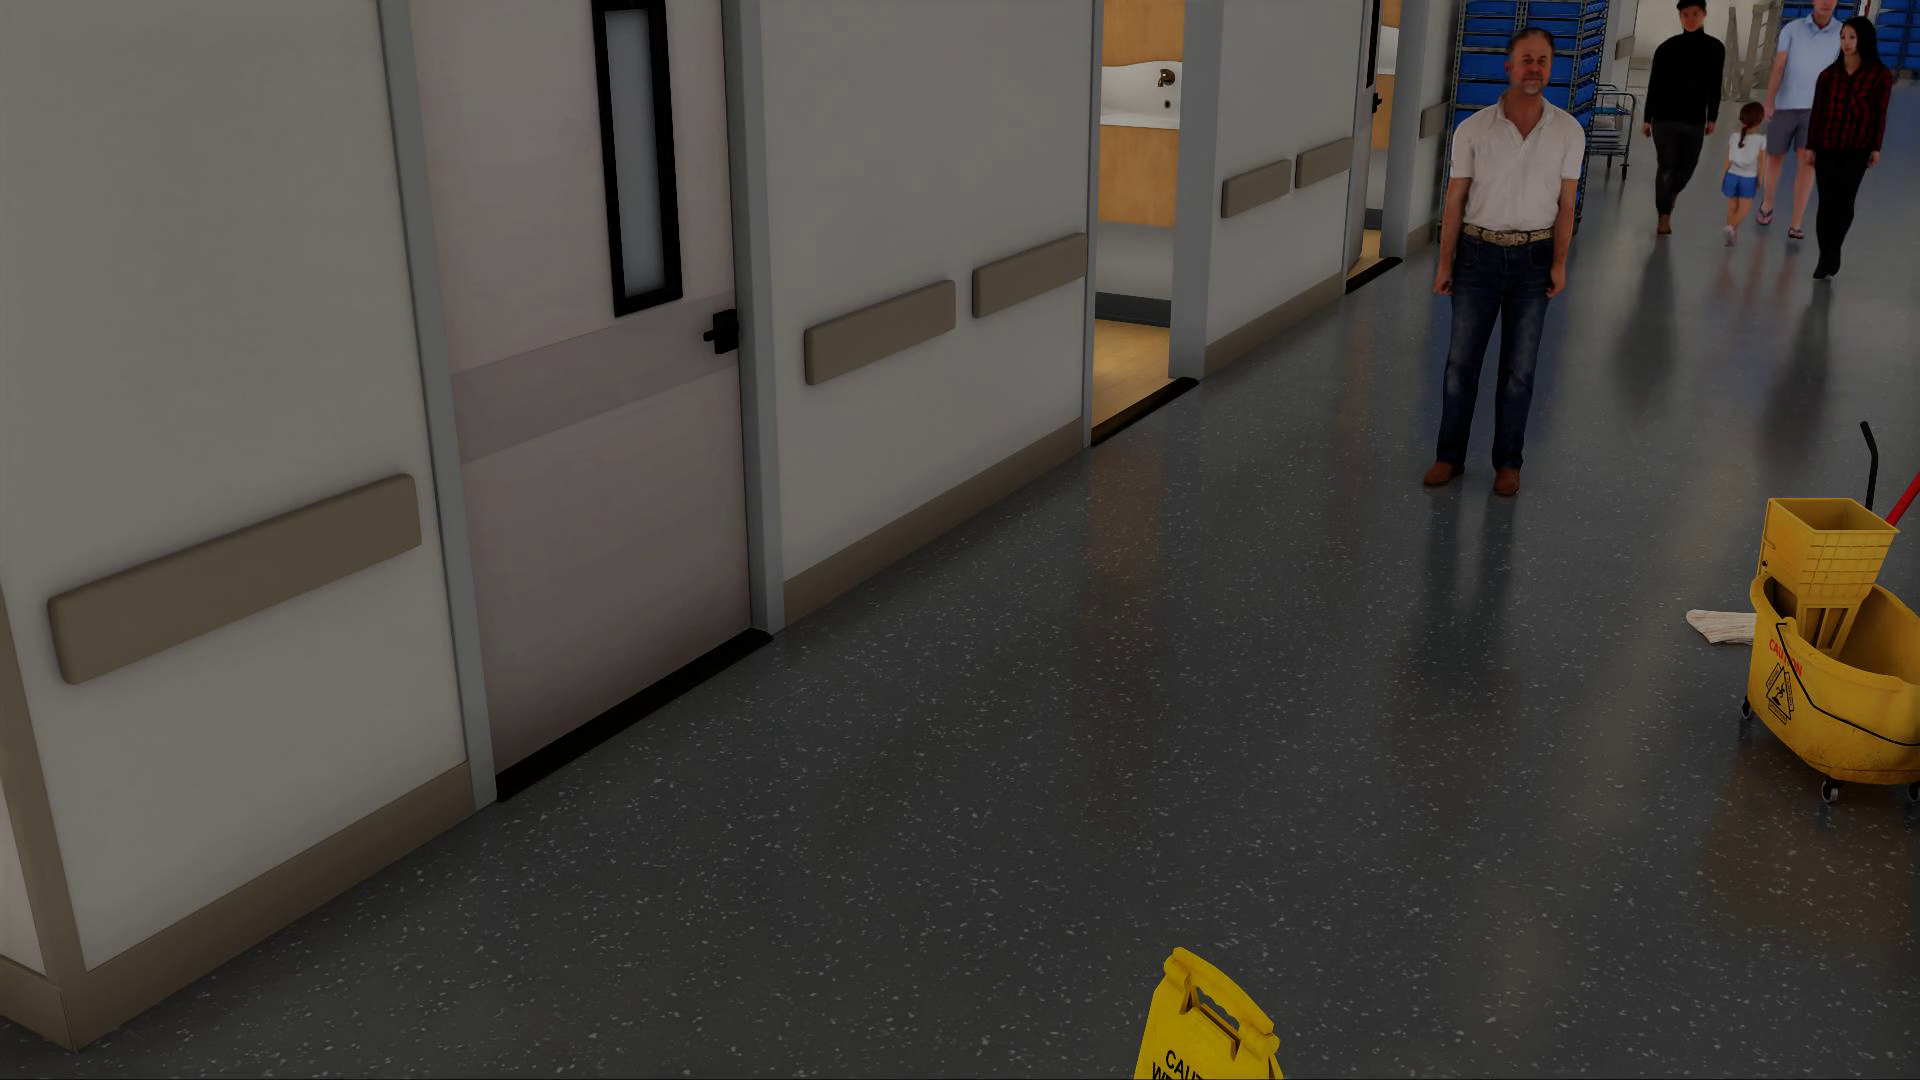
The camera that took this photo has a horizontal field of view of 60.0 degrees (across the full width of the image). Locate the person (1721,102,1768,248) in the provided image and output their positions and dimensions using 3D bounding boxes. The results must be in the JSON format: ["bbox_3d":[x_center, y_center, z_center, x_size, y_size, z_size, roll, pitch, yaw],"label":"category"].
[{"bbox_3d":[5.512,-2.565,11.755,0.502,1.010,0.640,18,28,40],"label":"person"}]

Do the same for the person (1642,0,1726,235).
[{"bbox_3d":[5.319,-3.141,12.308,0.863,1.694,1.062,4,21,10],"label":"person"}]

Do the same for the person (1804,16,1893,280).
[{"bbox_3d":[5.707,-2.515,10.729,0.625,1.643,0.582,15,26,35],"label":"person"}]

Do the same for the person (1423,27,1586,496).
[{"bbox_3d":[2.217,-1.126,6.760,0.687,1.856,0.599,9,22,22],"label":"person"}]

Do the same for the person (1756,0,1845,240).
[{"bbox_3d":[6.135,-3.153,12.181,0.757,1.806,1.175,9,22,22],"label":"person"}]
